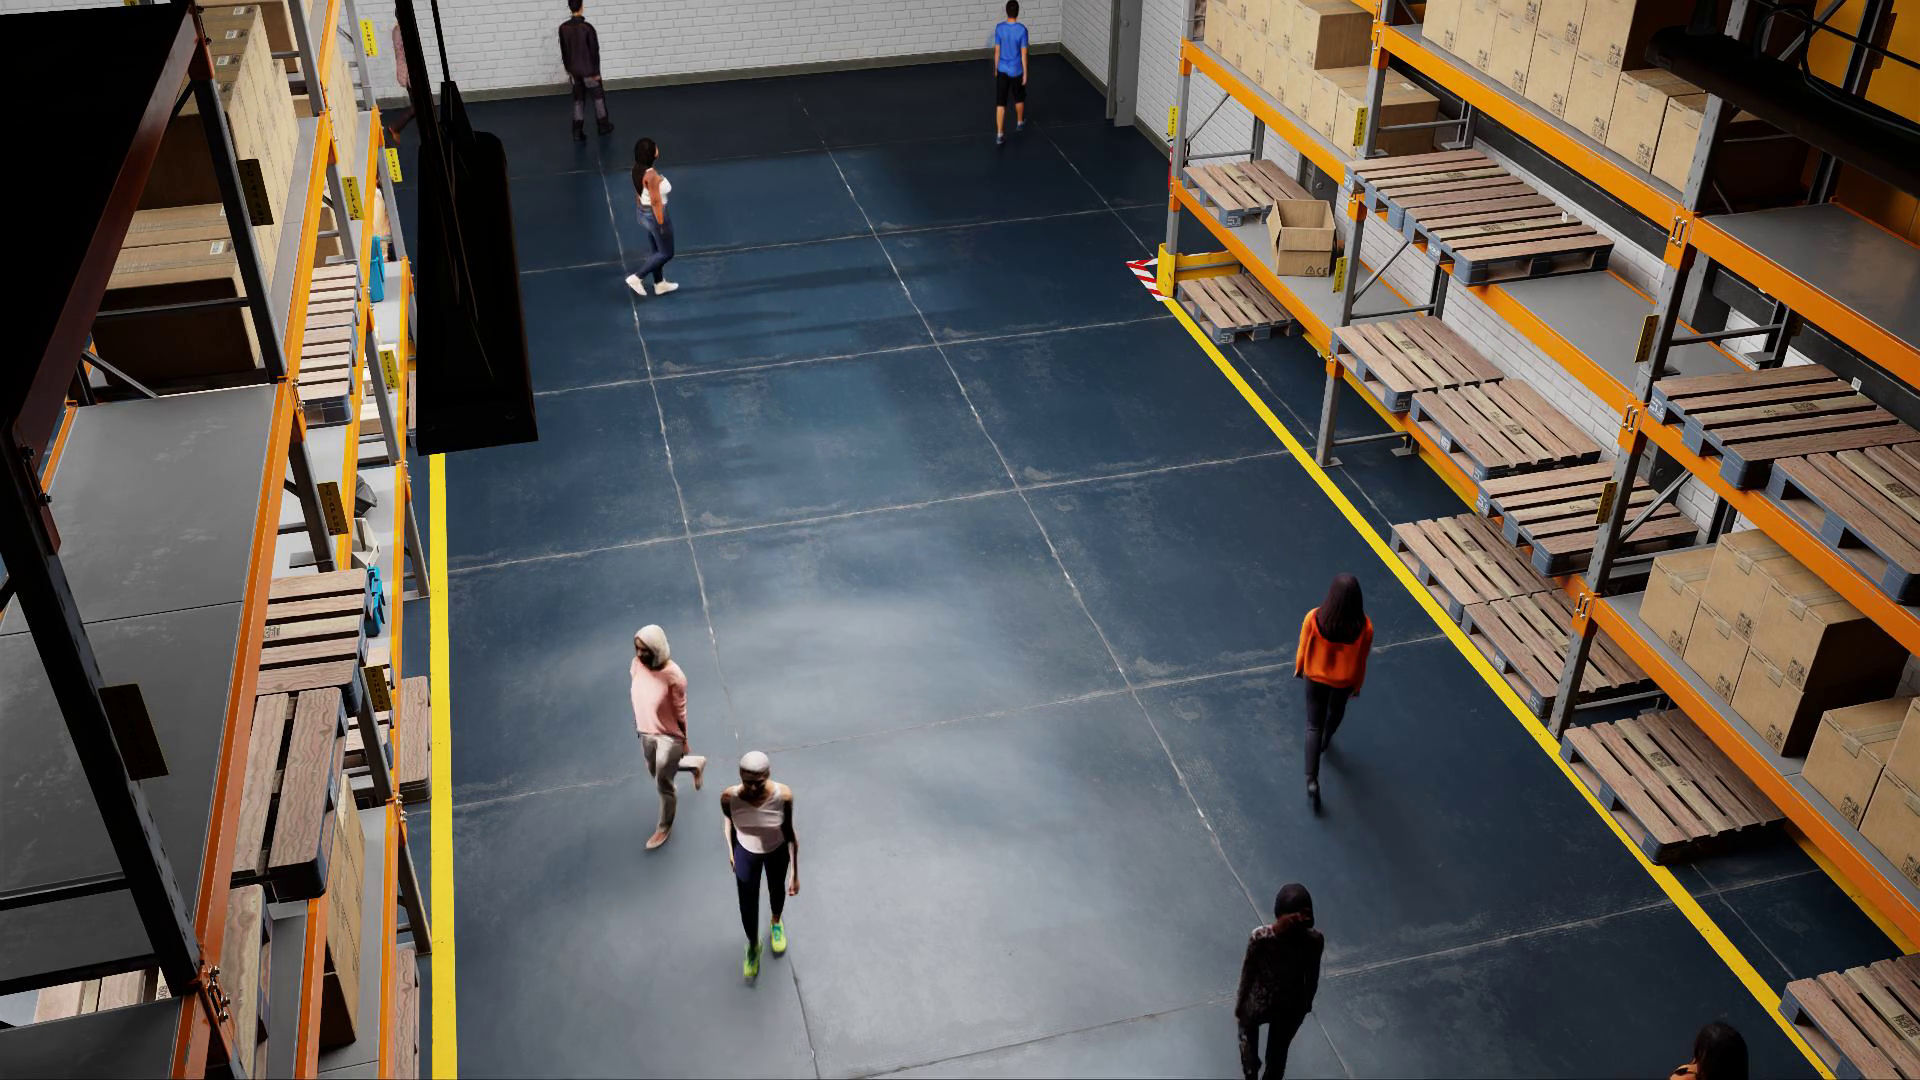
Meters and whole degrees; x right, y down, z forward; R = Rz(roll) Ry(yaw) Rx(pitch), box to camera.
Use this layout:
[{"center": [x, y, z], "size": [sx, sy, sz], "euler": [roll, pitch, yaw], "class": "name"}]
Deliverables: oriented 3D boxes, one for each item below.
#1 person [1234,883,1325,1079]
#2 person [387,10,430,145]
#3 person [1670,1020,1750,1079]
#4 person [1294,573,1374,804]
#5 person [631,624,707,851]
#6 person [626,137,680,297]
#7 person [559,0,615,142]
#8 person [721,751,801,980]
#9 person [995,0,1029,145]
[{"center": [1.713, 2.582, 9.021], "size": [0.675, 1.705, 0.700], "euler": [1, 34, 2], "class": "person"}, {"center": [-7.376, -6.133, 22.063], "size": [0.974, 1.781, 1.069], "euler": [-22, 39, -29], "class": "person"}, {"center": [3.676, 3.073, 8.278], "size": [0.746, 1.710, 0.718], "euler": [-13, 36, -19], "class": "person"}, {"center": [2.525, 1.018, 11.368], "size": [0.963, 1.710, 1.205], "euler": [7, 34, 10], "class": "person"}, {"center": [-1.924, 1.227, 11.058], "size": [0.980, 1.706, 1.029], "euler": [18, 38, 25], "class": "person"}, {"center": [-3.395, -3.444, 18.005], "size": [0.829, 1.795, 0.885], "euler": [-18, 38, -25], "class": "person"}, {"center": [-5.046, -6.218, 22.068], "size": [1.053, 1.917, 1.199], "euler": [9, 35, 13], "class": "person"}, {"center": [-1.196, 1.852, 10.137], "size": [0.651, 1.683, 0.746], "euler": [-4, 34, -6], "class": "person"}, {"center": [0.637, -6.179, 22.091], "size": [0.985, 1.827, 1.225], "euler": [8, 34, 11], "class": "person"}]
